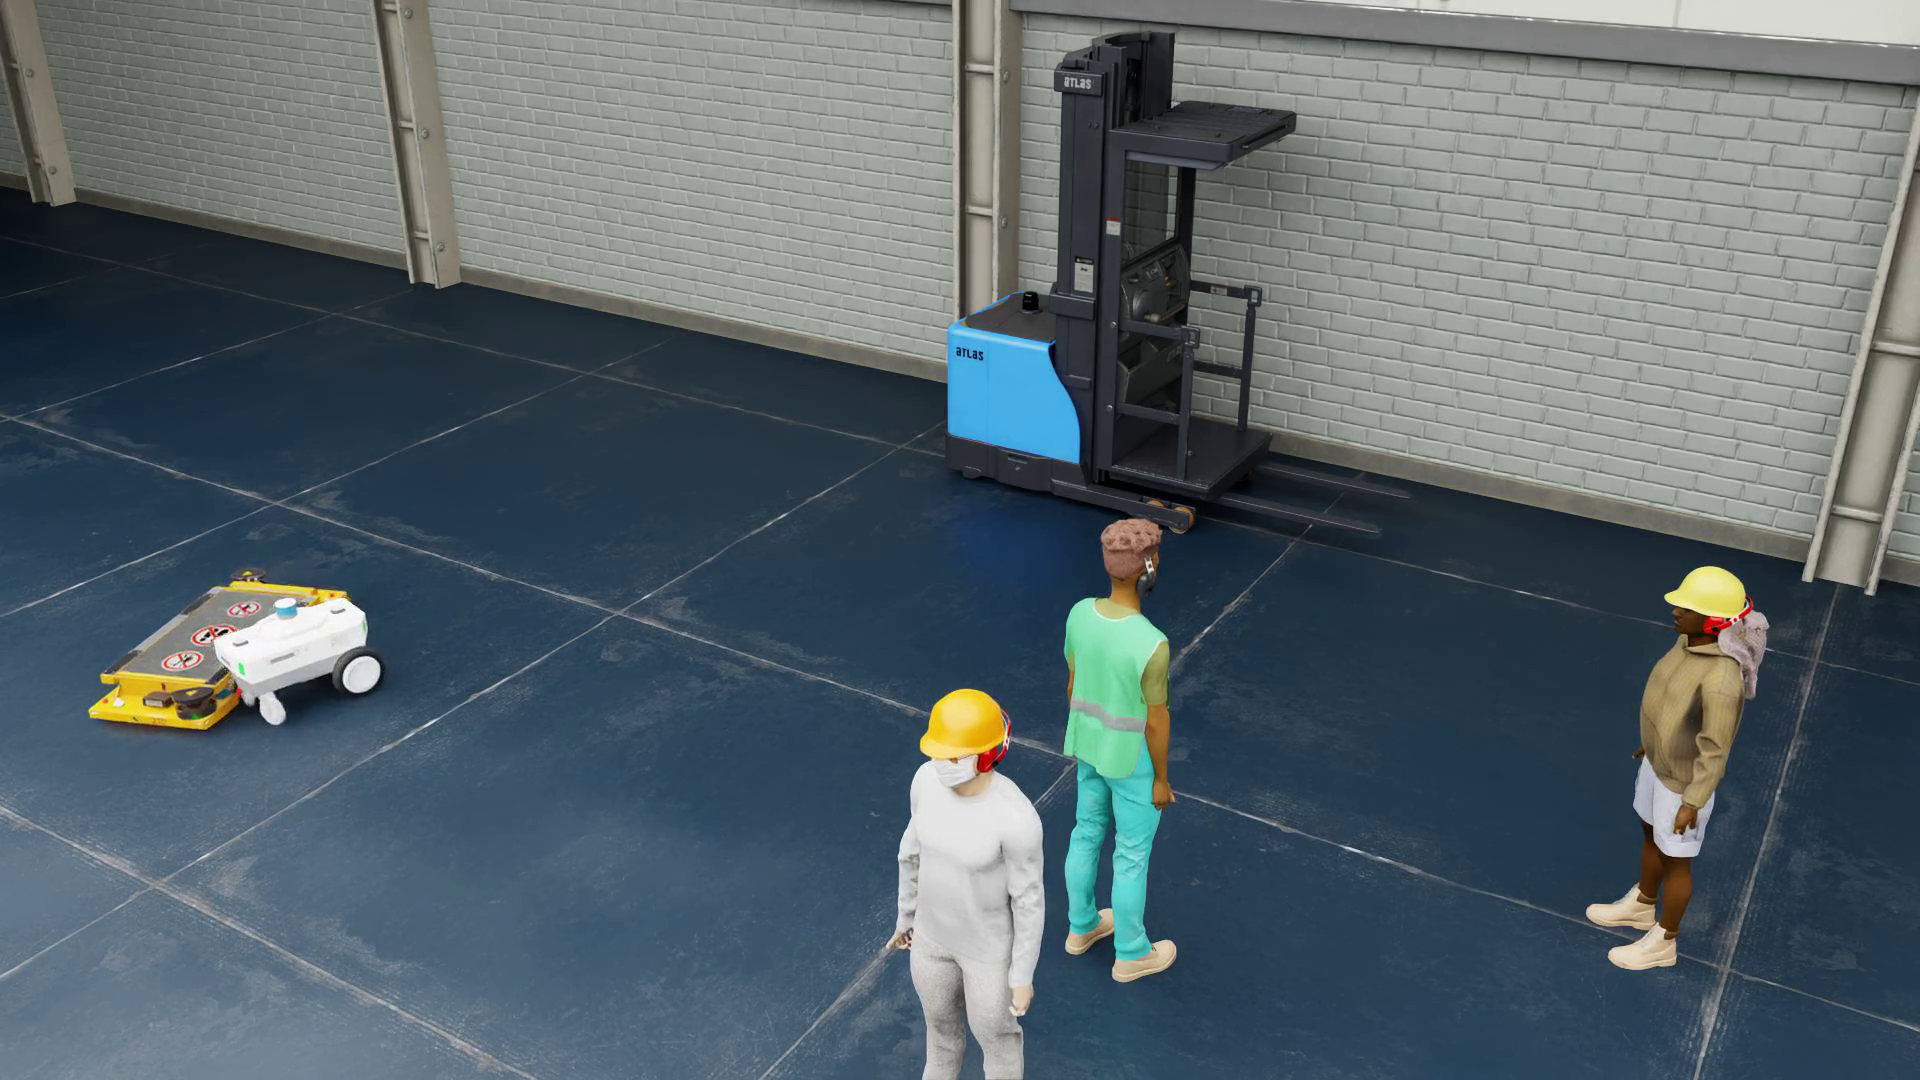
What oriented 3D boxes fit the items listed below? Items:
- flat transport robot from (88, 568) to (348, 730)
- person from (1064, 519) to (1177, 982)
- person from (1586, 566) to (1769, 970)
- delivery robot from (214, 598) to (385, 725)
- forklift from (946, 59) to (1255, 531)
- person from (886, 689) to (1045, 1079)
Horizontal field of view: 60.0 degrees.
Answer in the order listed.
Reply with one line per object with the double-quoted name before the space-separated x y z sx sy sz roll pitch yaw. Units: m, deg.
"flat transport robot" -3.997 0.574 9.045 0.659 0.231 1.431 4 26 9
"person" 0.614 0.836 6.495 0.405 1.979 0.483 -22 33 -38
"person" 2.868 0.906 6.591 0.401 1.764 0.536 1 25 3
"delivery robot" -3.456 0.575 8.681 0.743 0.572 0.501 -22 33 -38
"forklift" 0.933 -1.707 10.833 1.873 2.768 1.129 15 29 28
"person" 0.021 1.327 5.551 0.572 1.897 0.360 18 30 32
